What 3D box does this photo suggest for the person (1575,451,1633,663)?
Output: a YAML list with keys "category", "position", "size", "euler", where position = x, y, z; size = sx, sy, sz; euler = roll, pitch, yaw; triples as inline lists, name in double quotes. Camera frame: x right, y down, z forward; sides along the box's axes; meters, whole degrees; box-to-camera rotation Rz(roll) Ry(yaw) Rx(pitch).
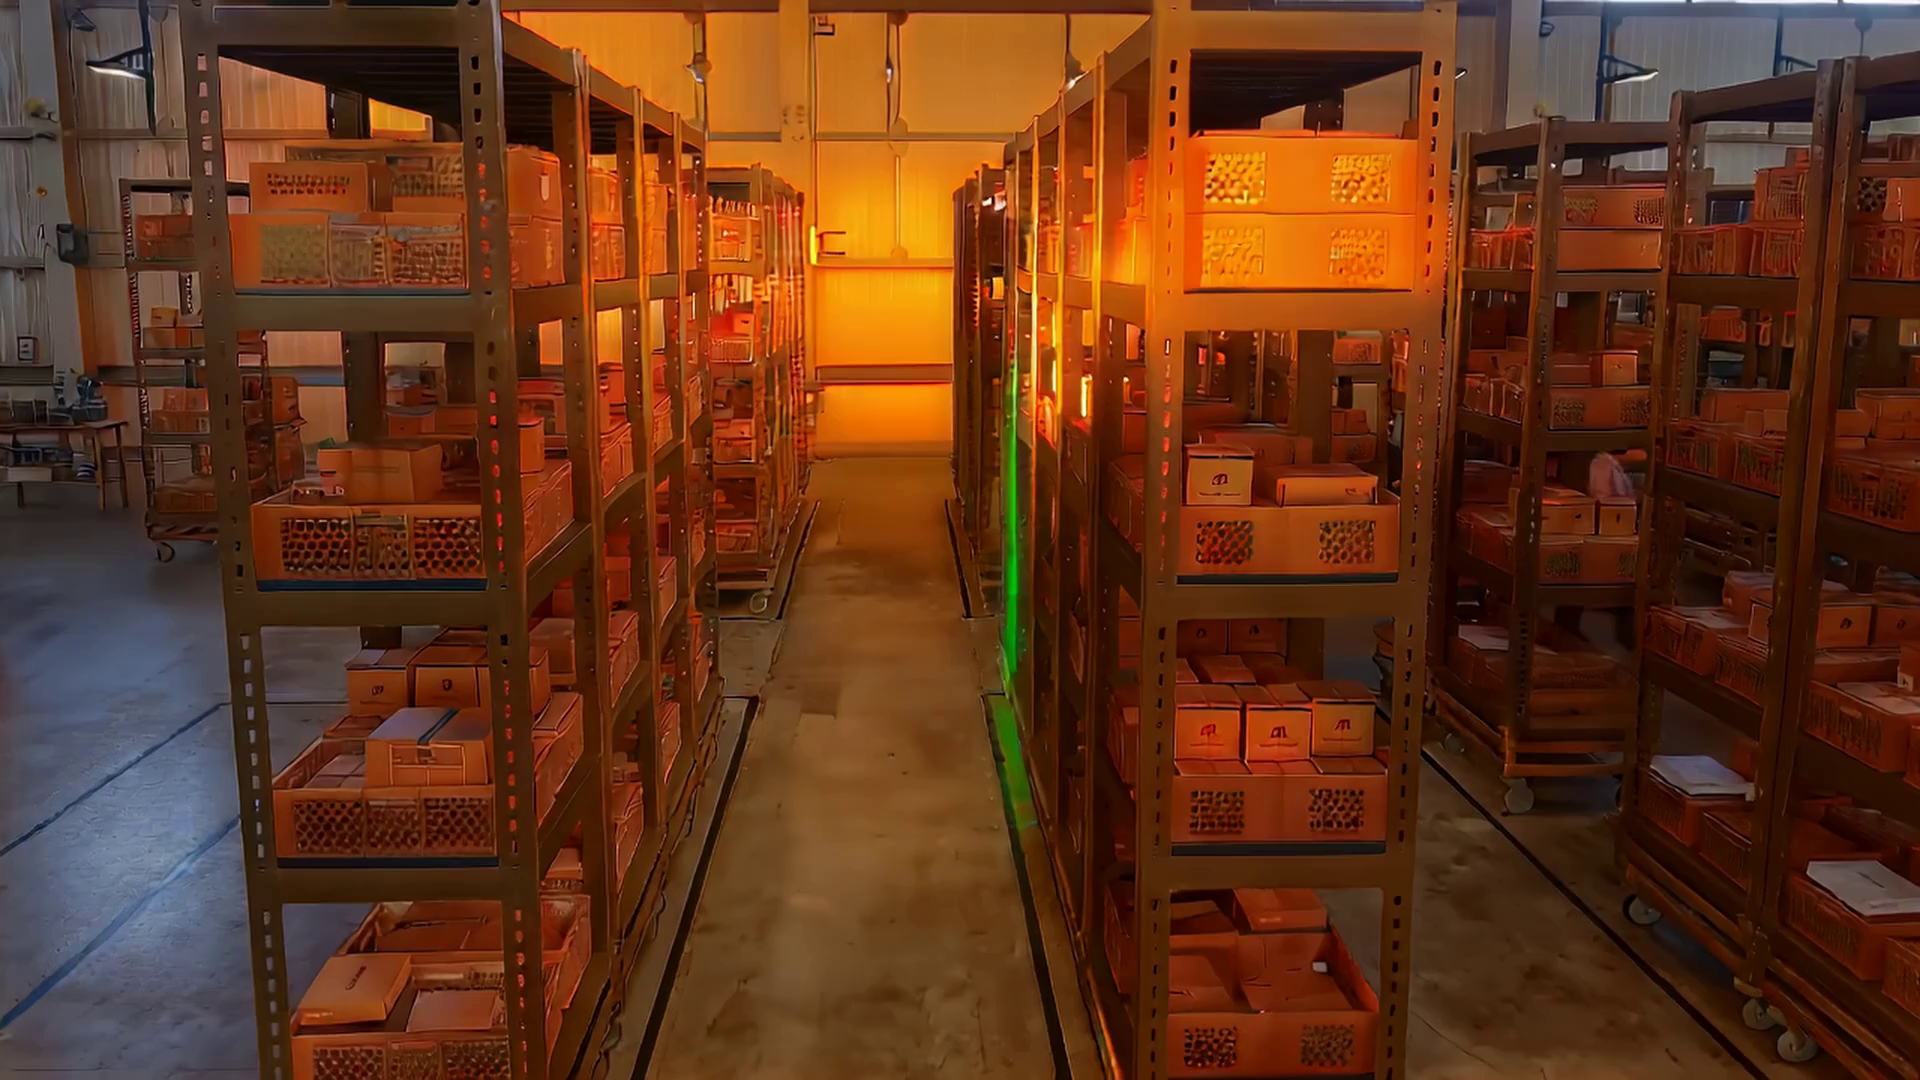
- category: "person"
  position: [4.747, -0.025, 12.000]
  size: [0.766, 1.803, 0.598]
  euler: [4, 11, 21]
